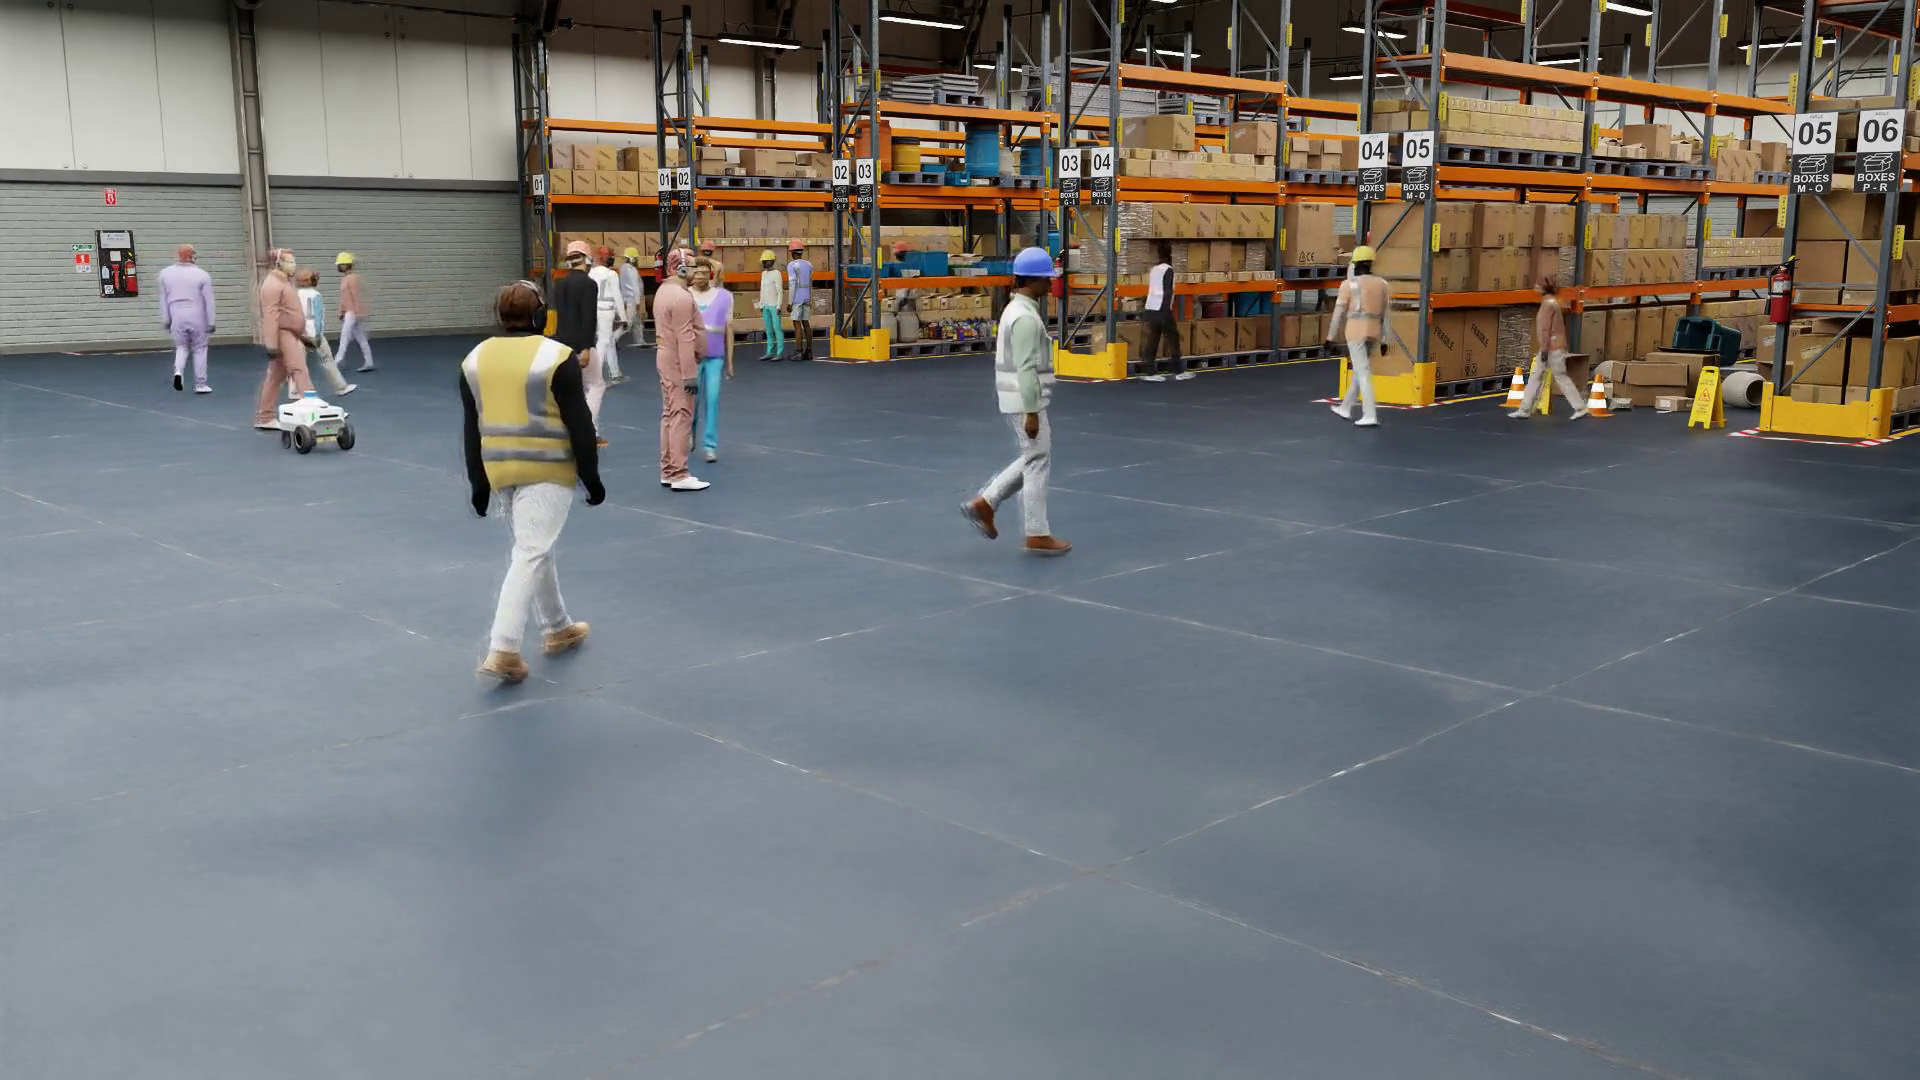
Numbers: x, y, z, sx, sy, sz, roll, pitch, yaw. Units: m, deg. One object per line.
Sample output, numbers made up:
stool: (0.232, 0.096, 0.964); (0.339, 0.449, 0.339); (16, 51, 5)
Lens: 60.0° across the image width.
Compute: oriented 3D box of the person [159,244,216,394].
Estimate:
person: (-9.761, -2.794, 21.078); (0.665, 1.889, 0.473); (0, 10, -2)

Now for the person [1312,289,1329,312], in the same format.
person: (9.169, -6.634, 41.828); (0.621, 1.961, 0.936); (-5, 12, -26)

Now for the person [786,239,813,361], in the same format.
person: (-2.605, -3.862, 26.773); (0.368, 1.933, 0.552); (7, 13, 34)

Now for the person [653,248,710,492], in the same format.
person: (-2.202, -1.352, 13.204); (0.399, 1.899, 0.635); (-4, 11, -21)

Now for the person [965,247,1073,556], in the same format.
person: (0.389, -0.868, 10.459); (0.583, 1.930, 0.635); (-1, 10, -4)

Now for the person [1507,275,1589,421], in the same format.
person: (6.457, -2.088, 18.070); (0.827, 1.581, 0.551); (3, 11, 15)

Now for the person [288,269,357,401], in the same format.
person: (-7.873, -2.507, 20.321); (0.526, 1.589, 0.889); (7, 12, 33)

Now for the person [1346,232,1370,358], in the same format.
person: (5.379, -3.080, 22.216); (0.377, 2.044, 0.608); (-2, 11, -11)

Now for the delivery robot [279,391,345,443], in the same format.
delivery robot: (-6.118, -1.164, 15.688); (0.707, 0.478, 0.477); (10, 14, 42)

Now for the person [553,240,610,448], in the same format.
person: (-3.559, -1.788, 15.419); (0.624, 1.948, 0.629); (7, 13, 34)

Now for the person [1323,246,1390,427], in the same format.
person: (4.210, -2.167, 17.684); (0.607, 1.882, 0.975); (-5, 12, -26)

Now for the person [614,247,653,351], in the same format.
person: (-5.757, -4.179, 28.877); (0.787, 1.805, 0.599); (-6, 12, -29)

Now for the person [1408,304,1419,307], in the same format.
person: (7.410, -3.665, 26.555); (0.515, 1.623, 0.372); (7, 12, 33)

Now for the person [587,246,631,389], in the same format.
person: (-4.596, -2.948, 21.990); (0.618, 1.852, 0.842); (9, 14, 42)

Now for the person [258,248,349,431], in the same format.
person: (-6.846, -2.060, 17.161); (0.965, 1.863, 0.646); (-2, 11, -13)

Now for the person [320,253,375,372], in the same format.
person: (-9.001, -3.307, 24.270); (0.861, 1.726, 0.552); (-6, 12, -31)

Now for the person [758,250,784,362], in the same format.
person: (-3.046, -3.754, 26.653); (0.330, 1.765, 0.533); (-9, 14, -40)

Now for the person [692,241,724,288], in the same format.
person: (-4.255, -4.060, 27.984); (0.562, 1.887, 0.944); (-3, 11, -18)

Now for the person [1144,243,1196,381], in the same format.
person: (2.889, -3.141, 22.990); (0.853, 1.879, 0.625); (-4, 11, -19)

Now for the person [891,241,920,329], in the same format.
person: (-1.026, -4.321, 29.416); (0.988, 1.885, 0.564); (-9, 14, -40)

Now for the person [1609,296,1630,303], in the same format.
person: (12.640, -4.733, 31.617); (0.921, 1.912, 0.634); (-4, 11, -21)

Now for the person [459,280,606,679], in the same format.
person: (-2.002, -0.292, 7.700); (0.615, 1.805, 0.963); (5, 11, 24)

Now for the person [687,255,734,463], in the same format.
person: (-2.297, -1.623, 14.867); (0.564, 1.826, 0.473); (-3, 11, -14)
